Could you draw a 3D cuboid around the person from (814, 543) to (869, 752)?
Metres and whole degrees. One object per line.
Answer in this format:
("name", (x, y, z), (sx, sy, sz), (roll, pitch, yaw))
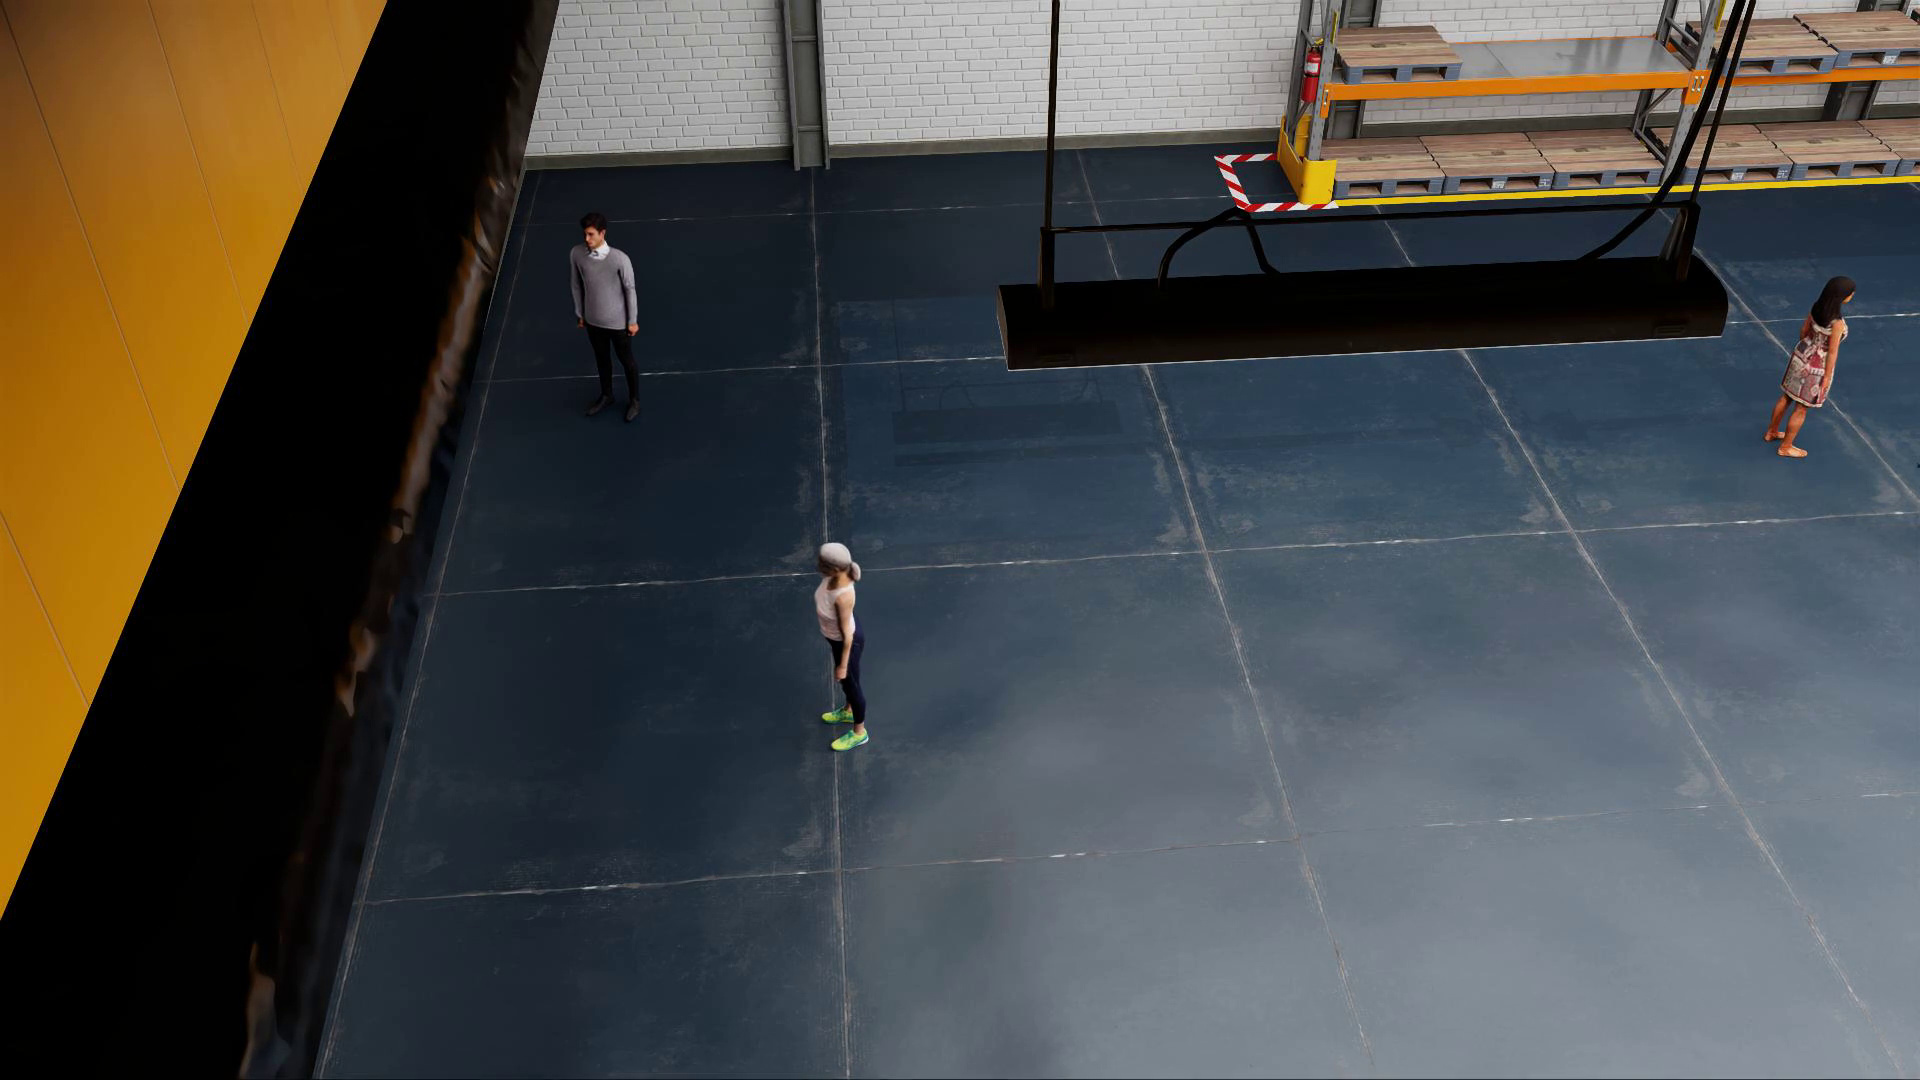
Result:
("person", (-0.770, 0.680, 11.103), (0.582, 1.706, 0.635), (-9, 40, -11))

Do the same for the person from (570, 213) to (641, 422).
("person", (-2.999, -1.921, 14.186), (0.723, 1.922, 0.883), (11, 40, 14))

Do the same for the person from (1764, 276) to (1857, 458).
("person", (7.081, -1.463, 13.835), (0.522, 1.645, 0.653), (-5, 39, -6))
